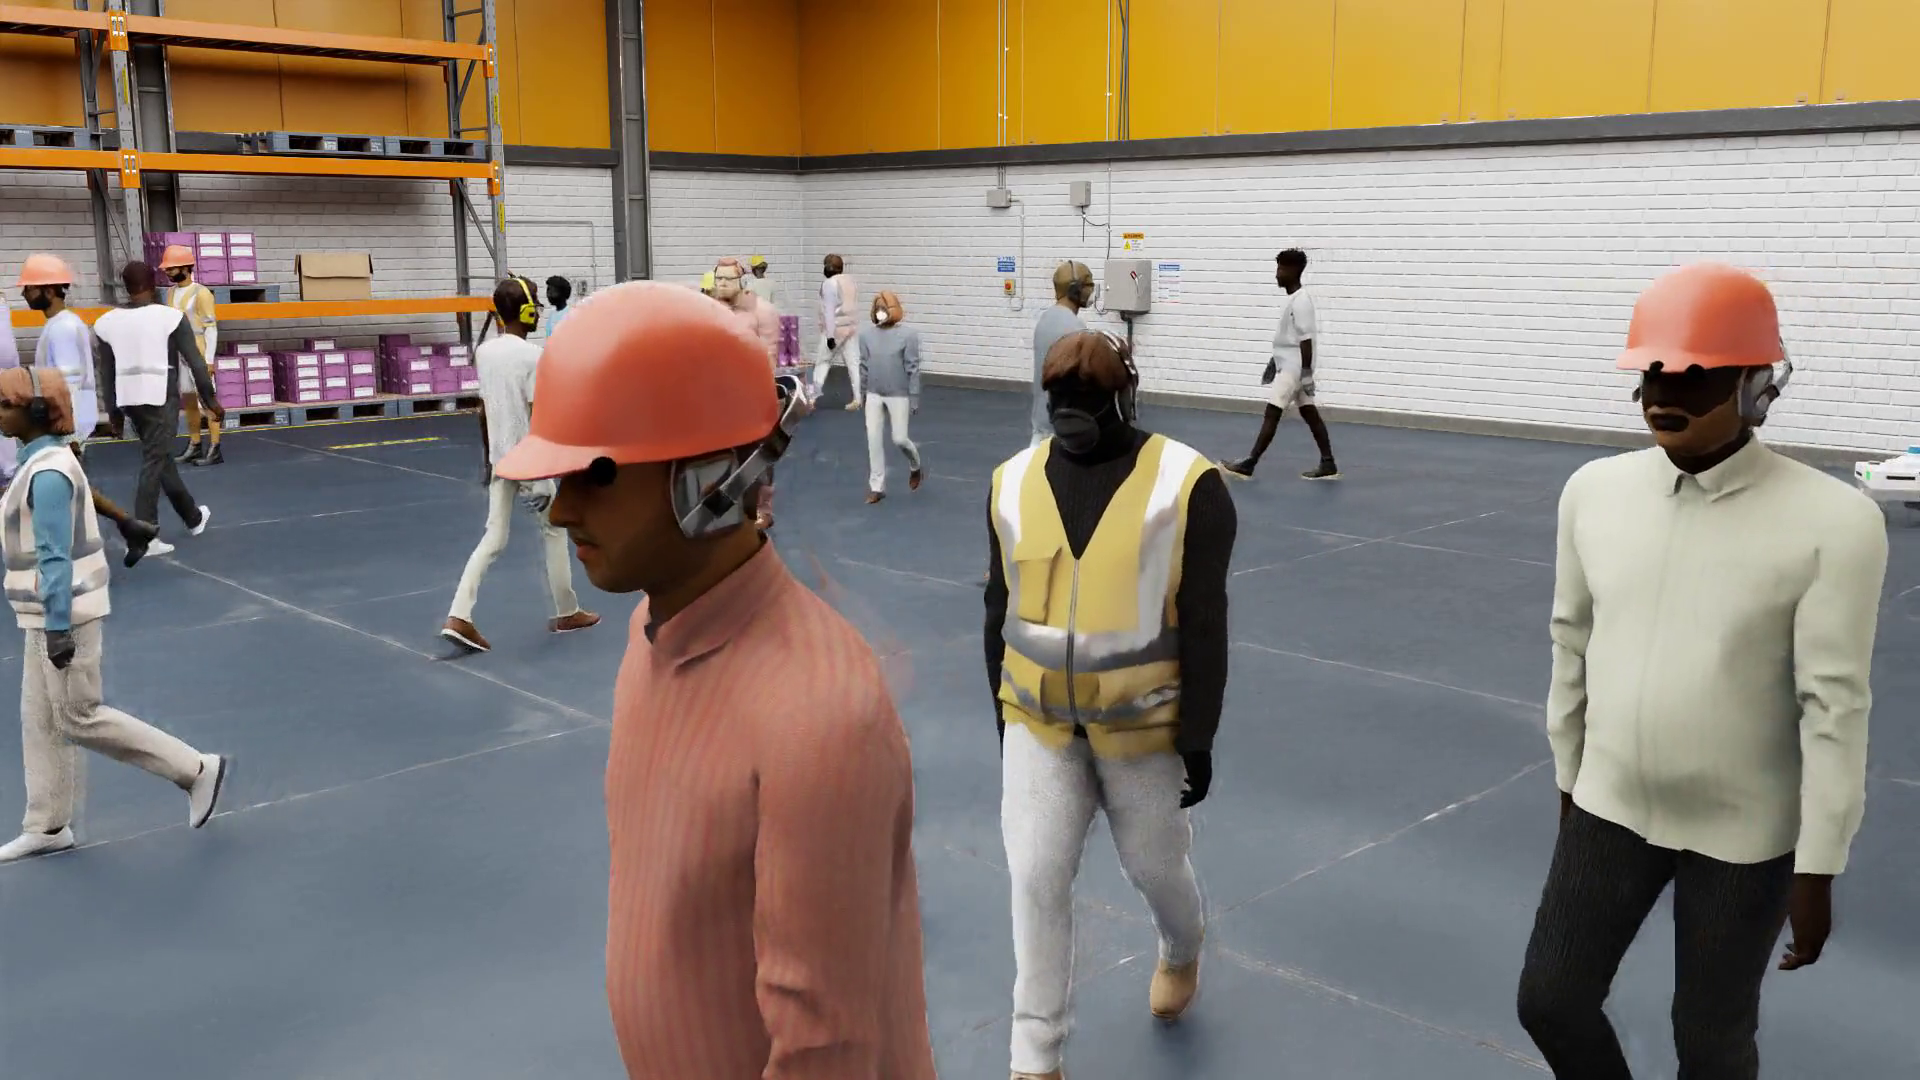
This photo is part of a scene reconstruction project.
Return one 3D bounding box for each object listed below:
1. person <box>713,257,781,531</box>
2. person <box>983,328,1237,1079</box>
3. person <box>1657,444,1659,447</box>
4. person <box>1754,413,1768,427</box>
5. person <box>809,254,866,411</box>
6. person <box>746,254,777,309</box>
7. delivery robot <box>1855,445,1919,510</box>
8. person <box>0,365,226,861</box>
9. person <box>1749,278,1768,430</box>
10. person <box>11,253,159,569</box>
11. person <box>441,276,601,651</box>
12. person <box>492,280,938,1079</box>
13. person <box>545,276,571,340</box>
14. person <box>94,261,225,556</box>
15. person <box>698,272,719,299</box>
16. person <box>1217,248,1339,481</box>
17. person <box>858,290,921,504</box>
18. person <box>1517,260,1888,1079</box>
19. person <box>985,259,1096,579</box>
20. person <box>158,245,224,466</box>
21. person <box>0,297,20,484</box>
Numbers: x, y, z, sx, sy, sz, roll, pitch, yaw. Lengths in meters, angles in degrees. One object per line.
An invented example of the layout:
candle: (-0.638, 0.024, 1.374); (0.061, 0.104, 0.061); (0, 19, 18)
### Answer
person: (-1.533, -0.944, 11.166); (0.659, 1.869, 0.914); (3, 11, 18)
person: (0.348, 0.404, 3.951); (0.621, 1.820, 0.841); (4, 11, 21)
person: (6.423, -1.506, 14.851); (0.517, 1.639, 0.313); (0, 10, 1)
person: (5.276, -0.968, 11.427); (0.744, 1.828, 0.513); (-9, 13, -39)
person: (-1.484, -2.394, 19.273); (0.941, 1.792, 0.658); (6, 12, 28)
person: (-2.654, -2.904, 22.125); (0.315, 1.769, 0.523); (9, 14, 40)
delivery robot: (6.678, -0.423, 11.648); (0.707, 0.478, 0.477); (3, 11, 15)
person: (-2.834, 0.234, 5.408); (0.659, 1.624, 0.515); (-6, 12, -30)
person: (5.051, -0.836, 10.892); (0.408, 1.744, 0.539); (5, 12, 26)
person: (-5.079, -0.677, 9.556); (0.631, 1.925, 0.556); (-4, 11, -23)
person: (-2.210, -0.380, 8.196); (0.529, 1.834, 0.958); (6, 12, 30)
person: (-0.250, 0.694, 1.931); (0.491, 1.972, 0.630); (-6, 12, -31)
person: (-3.626, -1.565, 15.117); (0.876, 1.644, 0.543); (-9, 13, -39)
person: (-5.188, -0.868, 10.791); (0.611, 1.846, 1.025); (2, 11, 9)
person: (-2.198, -1.583, 15.104); (0.928, 1.690, 0.496); (-8, 13, -36)
person: (2.674, -1.424, 13.657); (1.015, 1.910, 0.611); (2, 11, 9)
person: (-0.517, -1.101, 12.728); (0.503, 1.617, 0.603); (4, 11, 22)
person: (1.300, 0.499, 3.005); (0.433, 1.979, 0.614); (-9, 14, -42)
person: (0.600, -0.667, 9.615); (1.014, 1.889, 0.648); (-3, 11, -16)
person: (-6.776, -1.612, 14.623); (0.549, 1.933, 0.373); (6, 12, 29)
person: (-7.605, -1.270, 12.926); (0.897, 1.873, 0.649); (1, 10, 5)
